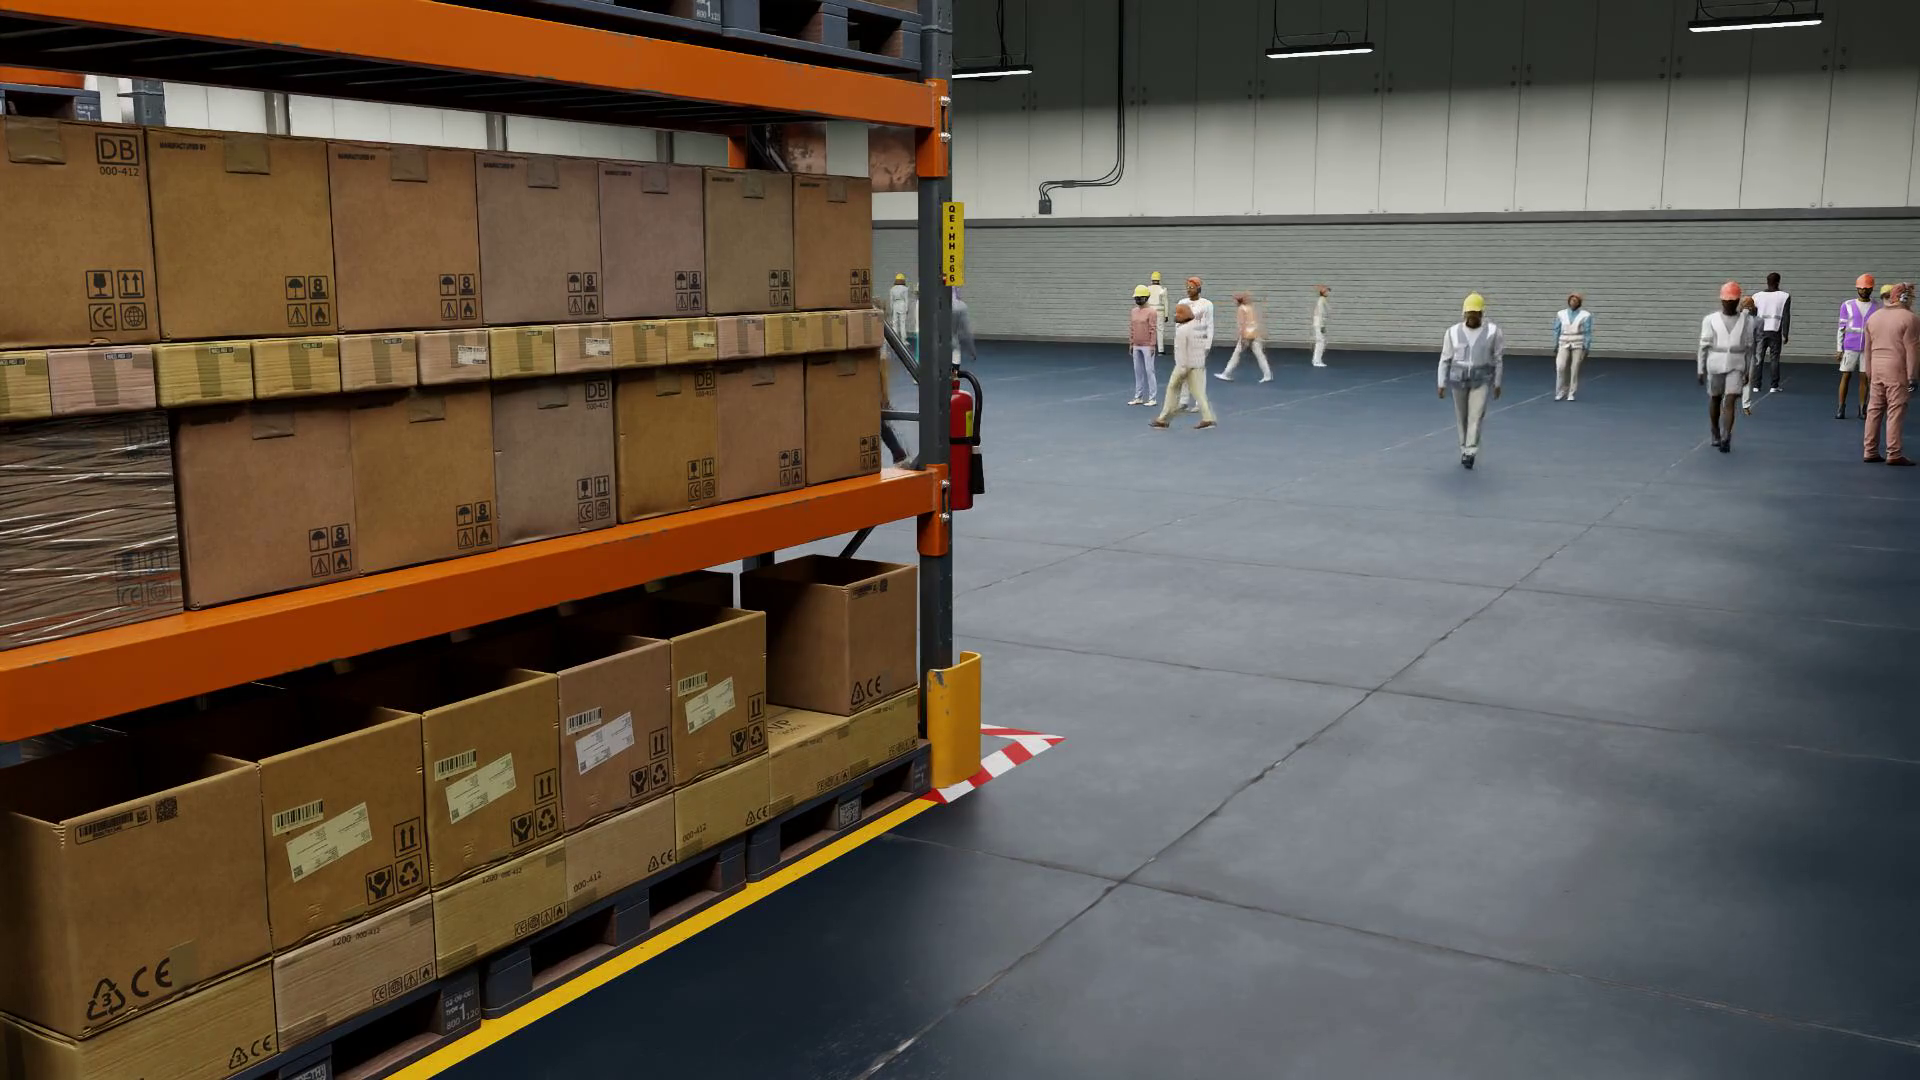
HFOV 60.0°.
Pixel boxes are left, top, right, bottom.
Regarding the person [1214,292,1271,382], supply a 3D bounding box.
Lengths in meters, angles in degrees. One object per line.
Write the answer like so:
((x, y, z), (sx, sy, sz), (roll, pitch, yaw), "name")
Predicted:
((4.930, -3.489, 28.695), (1.000, 1.546, 0.529), (5, 11, 29), "person")

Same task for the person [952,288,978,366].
((-0.135, -2.426, 21.491), (0.660, 1.889, 0.946), (5, 11, 25), "person")

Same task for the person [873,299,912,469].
((-0.862, -1.490, 16.290), (0.992, 1.806, 0.507), (-5, 11, -29), "person")

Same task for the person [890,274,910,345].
((-1.481, -5.679, 40.963), (0.487, 1.741, 0.312), (4, 11, 25), "person")

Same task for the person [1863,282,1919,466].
((9.764, -1.729, 17.379), (0.406, 1.902, 0.637), (-3, 10, -16), "person")

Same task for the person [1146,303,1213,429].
((2.816, -2.177, 20.901), (0.850, 1.587, 0.517), (5, 11, 25), "person")

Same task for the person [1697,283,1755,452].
((8.601, -1.945, 18.712), (0.558, 1.882, 1.052), (4, 10, 22), "person")

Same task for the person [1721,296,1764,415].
((10.749, -2.533, 22.858), (0.498, 1.633, 0.286), (5, 11, 26), "person")

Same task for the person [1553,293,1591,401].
((9.111, -2.868, 24.845), (0.546, 1.607, 0.688), (6, 11, 31), "person")

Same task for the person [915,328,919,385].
((-0.450, -3.474, 28.026), (0.700, 1.739, 0.560), (0, 10, 0), "person")

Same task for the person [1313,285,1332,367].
((7.125, -4.204, 32.701), (0.380, 1.607, 0.584), (4, 11, 24), "person")

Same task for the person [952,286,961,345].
((-0.206, -5.728, 40.758), (0.410, 1.913, 0.643), (-4, 10, -21), "person")

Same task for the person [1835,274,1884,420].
((11.996, -2.569, 22.178), (0.544, 1.939, 0.354), (4, 10, 21), "person")

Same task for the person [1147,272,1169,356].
((4.286, -4.943, 36.374), (0.593, 1.837, 0.404), (4, 10, 22), "person")

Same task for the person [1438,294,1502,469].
((5.261, -1.640, 17.205), (0.619, 1.778, 0.943), (4, 11, 25), "person")

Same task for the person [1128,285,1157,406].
((2.650, -2.823, 24.207), (0.350, 1.759, 0.522), (-7, 12, -37), "person")

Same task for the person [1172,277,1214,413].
((3.256, -2.717, 23.208), (0.575, 1.883, 0.362), (8, 13, 40), "person")

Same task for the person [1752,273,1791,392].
((12.985, -3.323, 26.687), (0.587, 1.908, 0.391), (8, 12, 38), "person")

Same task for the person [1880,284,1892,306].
((14.685, -3.190, 26.388), (0.520, 1.736, 0.836), (5, 11, 27), "person")
